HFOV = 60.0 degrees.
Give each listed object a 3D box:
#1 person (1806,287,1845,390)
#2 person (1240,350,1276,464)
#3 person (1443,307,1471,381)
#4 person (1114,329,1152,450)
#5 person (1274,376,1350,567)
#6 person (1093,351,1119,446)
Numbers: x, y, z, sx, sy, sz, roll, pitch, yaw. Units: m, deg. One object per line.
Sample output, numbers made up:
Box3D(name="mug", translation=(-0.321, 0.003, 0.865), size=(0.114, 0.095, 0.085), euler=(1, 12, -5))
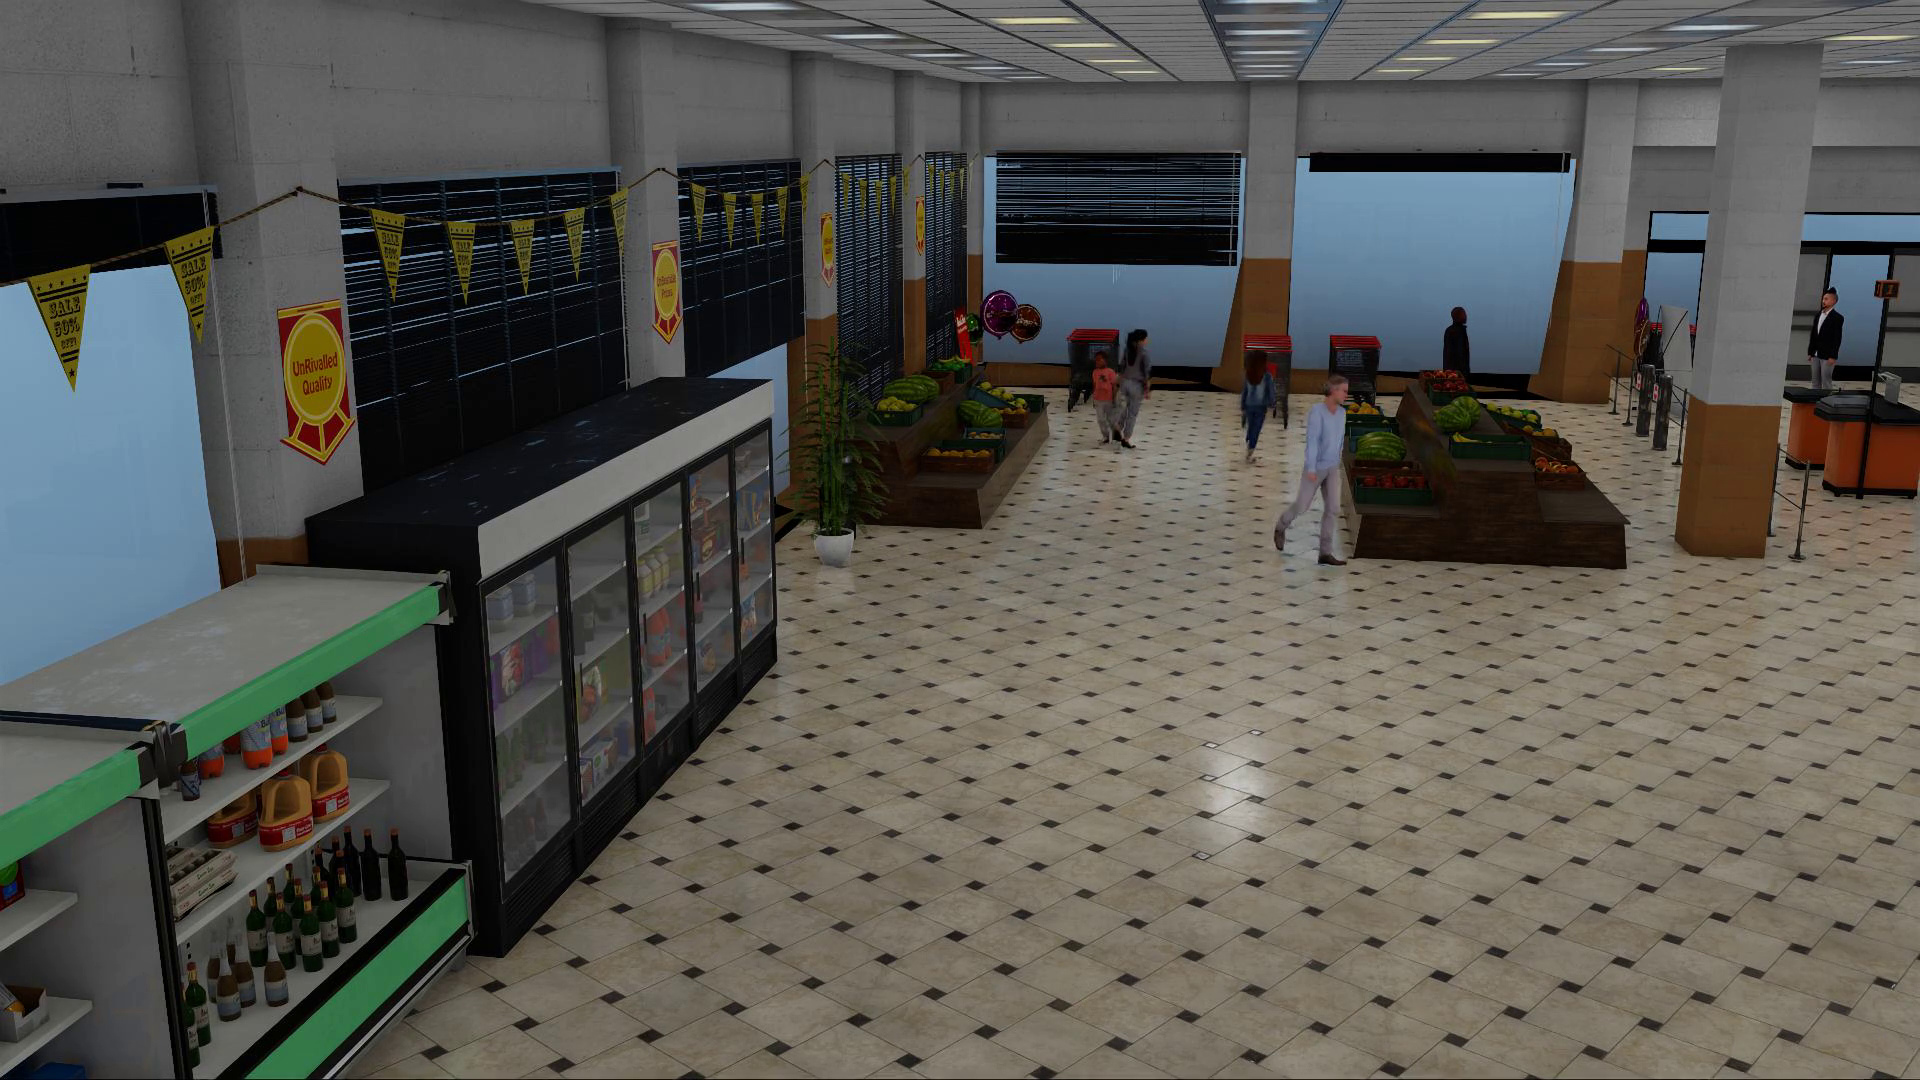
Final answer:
Box3D(name="person", translation=(13.075, -2.843, 25.137), size=(0.851, 1.950, 0.684), euler=(-3, 14, -13))
Box3D(name="person", translation=(3.808, -1.707, 21.491), size=(0.685, 1.460, 0.729), euler=(9, 16, 33))
Box3D(name="person", translation=(7.002, -2.400, 23.574), size=(0.821, 1.825, 0.635), euler=(-1, 14, -4))
Box3D(name="person", translation=(2.322, -2.020, 22.394), size=(0.782, 1.641, 0.837), euler=(11, 18, 39))
Box3D(name="person", translation=(3.511, -0.692, 16.483), size=(1.163, 1.848, 1.279), euler=(-6, 15, -24))
Box3D(name="person", translation=(2.008, -1.944, 22.828), size=(0.571, 1.289, 0.673), euler=(4, 14, 17))
